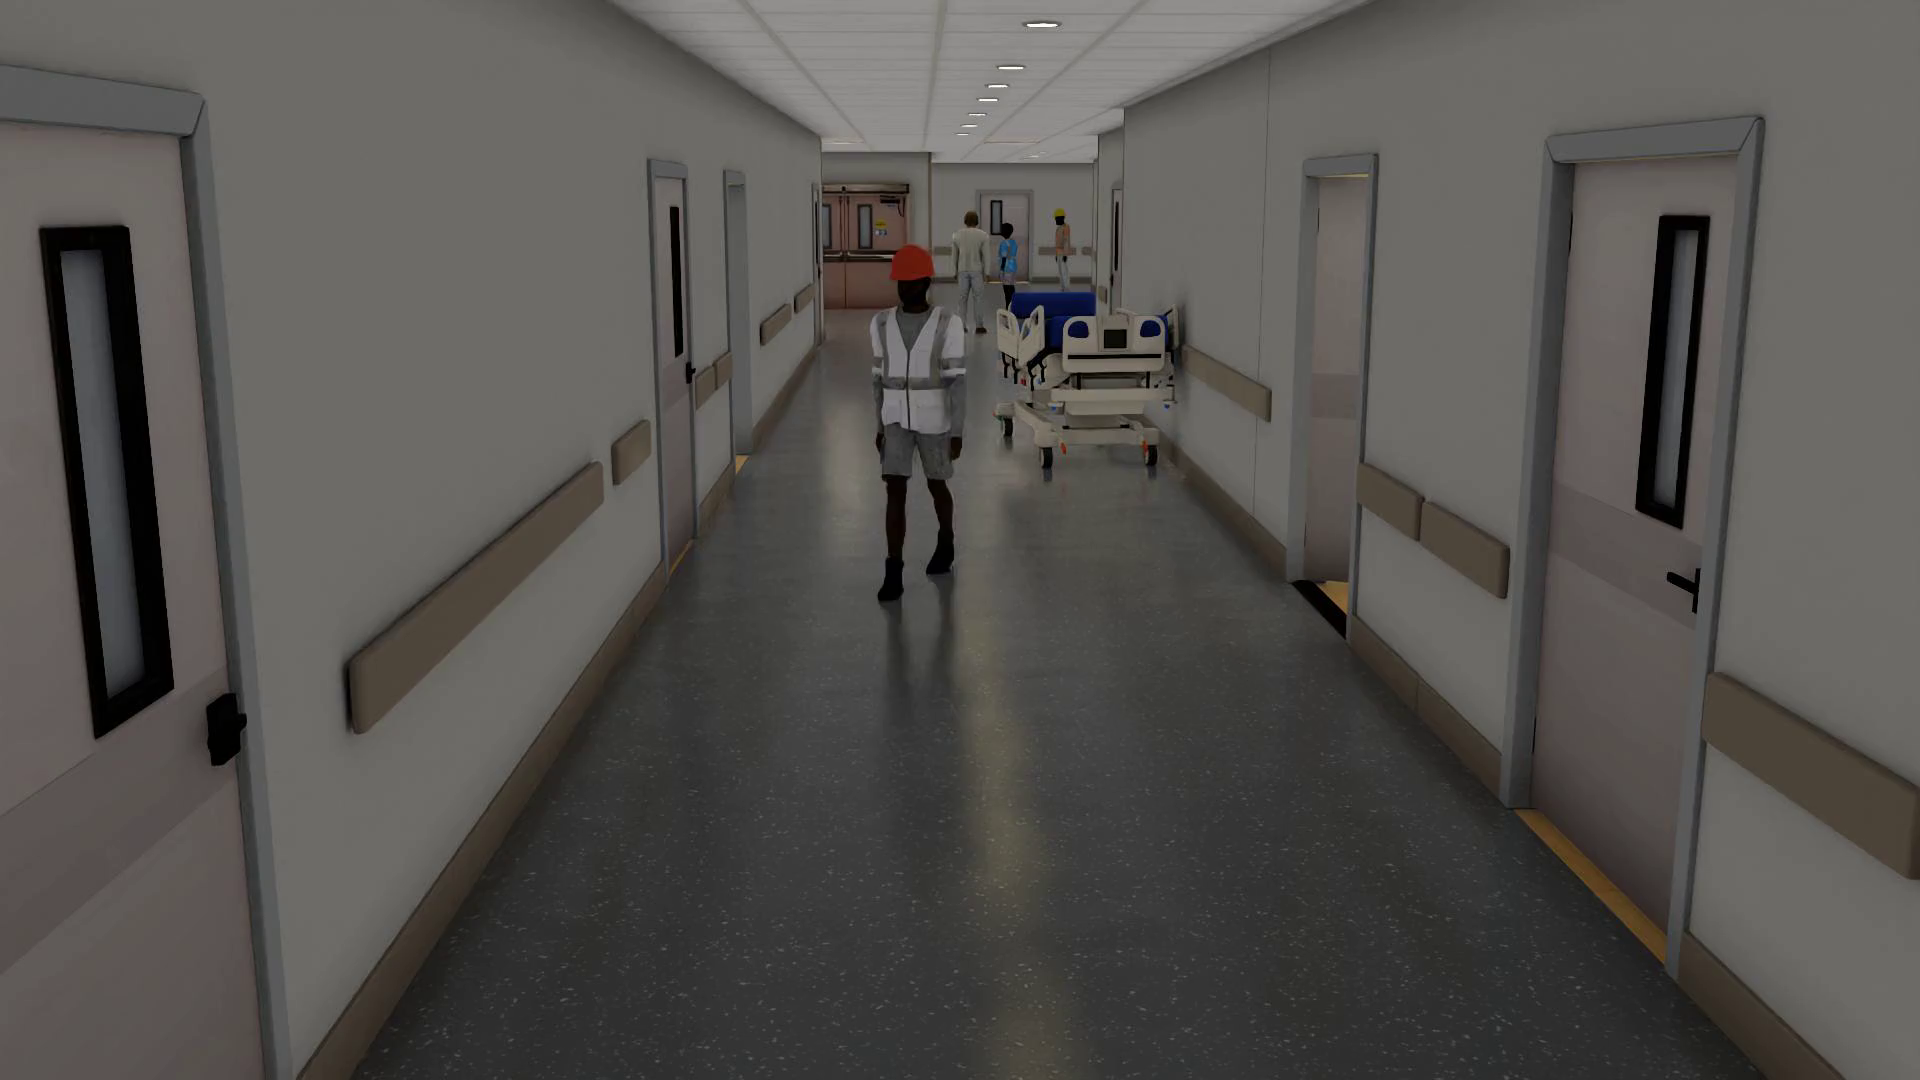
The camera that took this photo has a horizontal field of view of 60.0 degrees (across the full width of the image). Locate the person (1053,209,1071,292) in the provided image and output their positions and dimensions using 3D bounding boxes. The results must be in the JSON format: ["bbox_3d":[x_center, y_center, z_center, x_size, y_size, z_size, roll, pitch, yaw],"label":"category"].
[{"bbox_3d":[2.223,-6.309,36.553,0.399,1.916,0.588,-4,12,-17],"label":"person"}]

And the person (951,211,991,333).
[{"bbox_3d":[0.180,-4.257,26.490,0.636,1.939,0.364,3,12,14],"label":"person"}]

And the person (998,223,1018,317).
[{"bbox_3d":[0.861,-4.894,30.186,0.319,1.697,0.532,5,13,24],"label":"person"}]

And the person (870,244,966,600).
[{"bbox_3d":[-0.219,-0.676,9.170,0.559,1.895,0.976,3,12,15],"label":"person"}]
